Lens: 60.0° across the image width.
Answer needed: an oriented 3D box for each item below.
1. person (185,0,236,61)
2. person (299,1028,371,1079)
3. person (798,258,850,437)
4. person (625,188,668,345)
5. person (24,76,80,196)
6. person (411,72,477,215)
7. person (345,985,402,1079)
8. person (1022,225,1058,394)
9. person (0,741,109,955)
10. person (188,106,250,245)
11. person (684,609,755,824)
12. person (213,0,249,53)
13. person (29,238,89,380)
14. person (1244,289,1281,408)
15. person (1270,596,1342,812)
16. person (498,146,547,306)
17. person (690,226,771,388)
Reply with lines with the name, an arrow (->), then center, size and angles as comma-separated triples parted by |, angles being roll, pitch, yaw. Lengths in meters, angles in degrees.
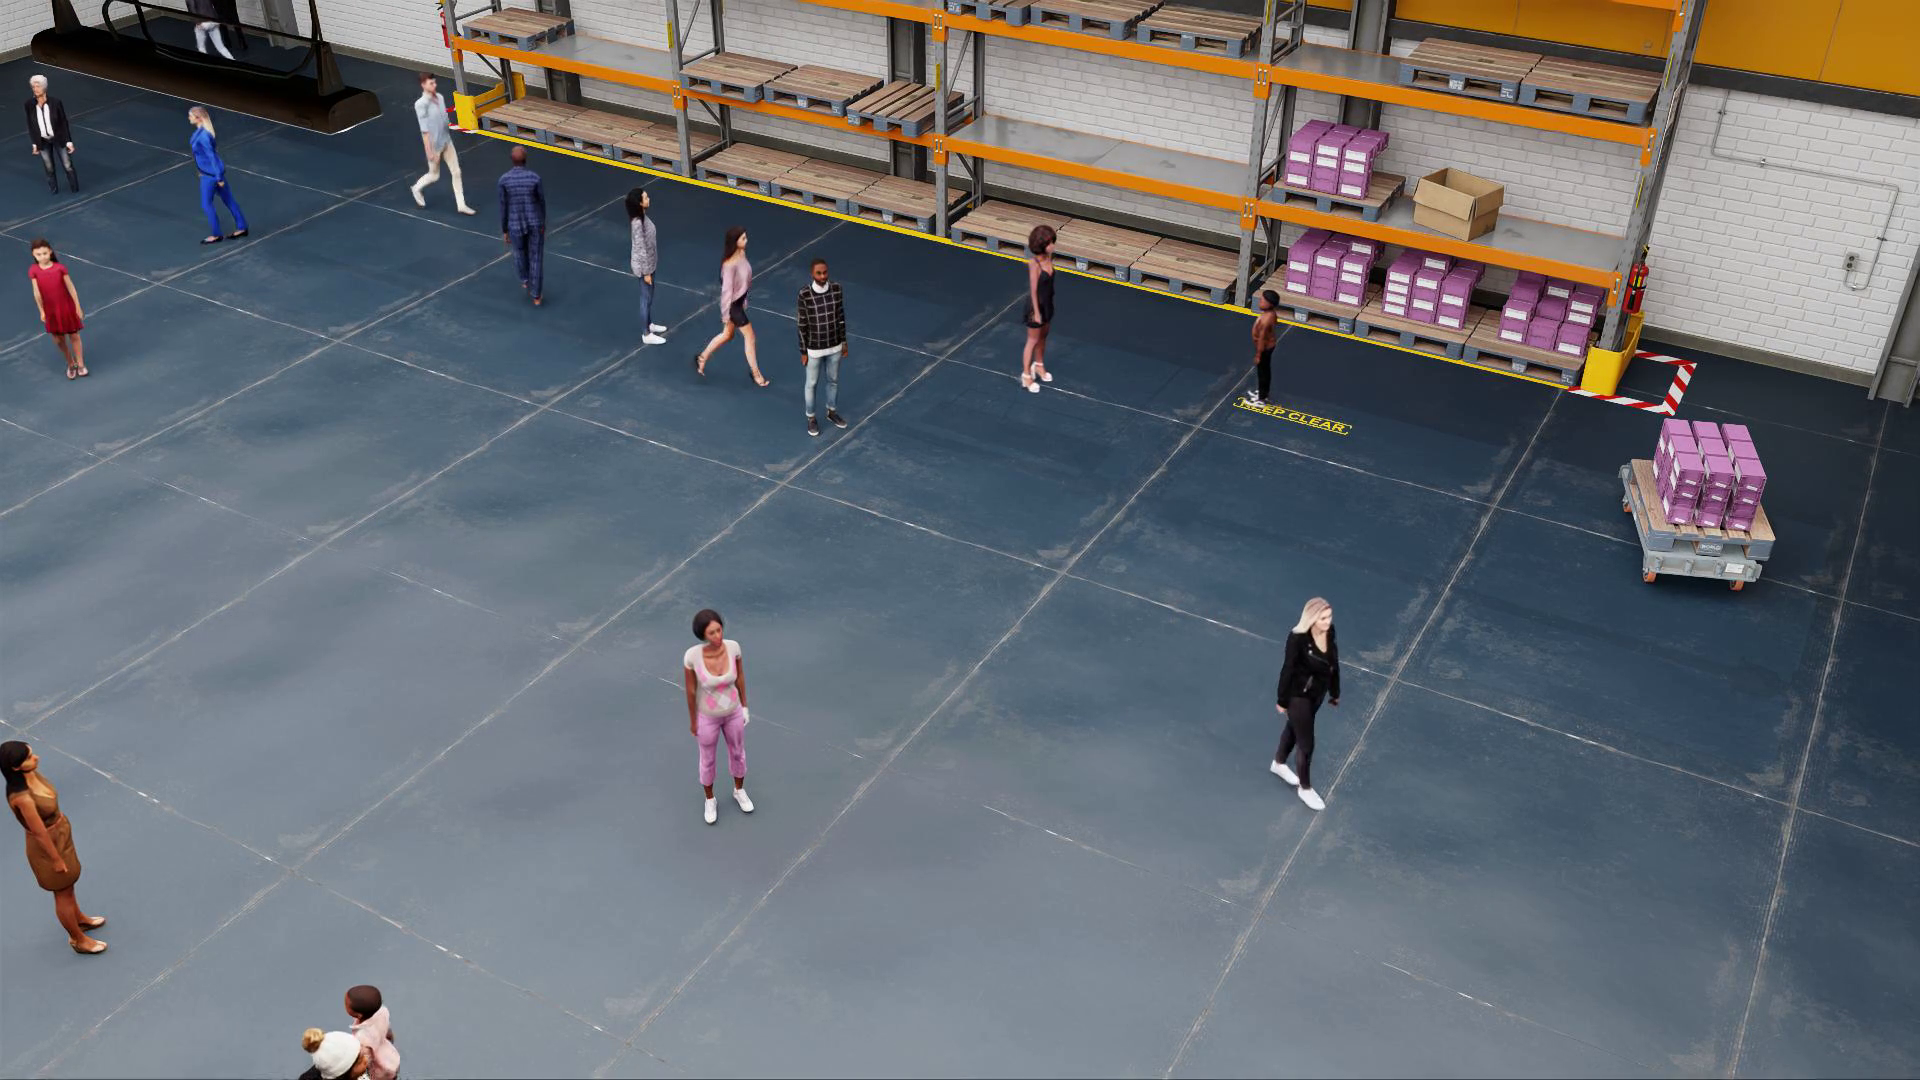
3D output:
person -> -11.390, -7.841, 25.263 | 1.080, 1.805, 0.658 | 17, 37, 24
person -> -3.227, 3.207, 8.574 | 0.935, 1.879, 0.885 | -5, 34, -8
person -> -1.359, -1.935, 16.364 | 0.753, 1.820, 0.765 | -15, 36, -21
person -> -3.421, -2.991, 18.032 | 0.717, 1.732, 0.692 | -4, 34, -6
person -> -11.831, -5.155, 21.606 | 0.830, 1.782, 0.808 | -6, 34, -10
person -> -6.654, -4.995, 20.965 | 1.124, 1.821, 0.696 | 15, 36, 21
person -> -3.233, 2.997, 9.417 | 0.823, 1.296, 0.671 | 3, 34, 5
person -> 0.804, -2.386, 17.072 | 0.528, 1.787, 0.550 | 17, 37, 24
person -> -5.814, 1.953, 10.632 | 0.706, 1.690, 0.618 | -14, 36, -20
person -> -9.010, -4.480, 20.317 | 0.924, 1.682, 0.876 | -11, 35, -16
person -> -1.695, 1.221, 11.689 | 0.660, 1.738, 0.693 | -13, 36, -19
person -> -11.833, -8.752, 26.658 | 0.688, 1.778, 0.721 | -13, 36, -18
person -> -9.424, -2.461, 17.403 | 0.707, 1.544, 0.770 | -15, 36, -21
person -> 3.106, -1.963, 16.917 | 0.503, 1.253, 0.541 | 13, 36, 18
person -> 2.416, 1.071, 11.975 | 0.821, 1.672, 0.939 | -22, 39, -29
person -> -4.877, -3.510, 18.772 | 1.067, 1.777, 1.117 | -8, 34, -11
person -> -2.411, -2.365, 17.054 | 1.180, 1.771, 0.920 | 5, 34, 7
